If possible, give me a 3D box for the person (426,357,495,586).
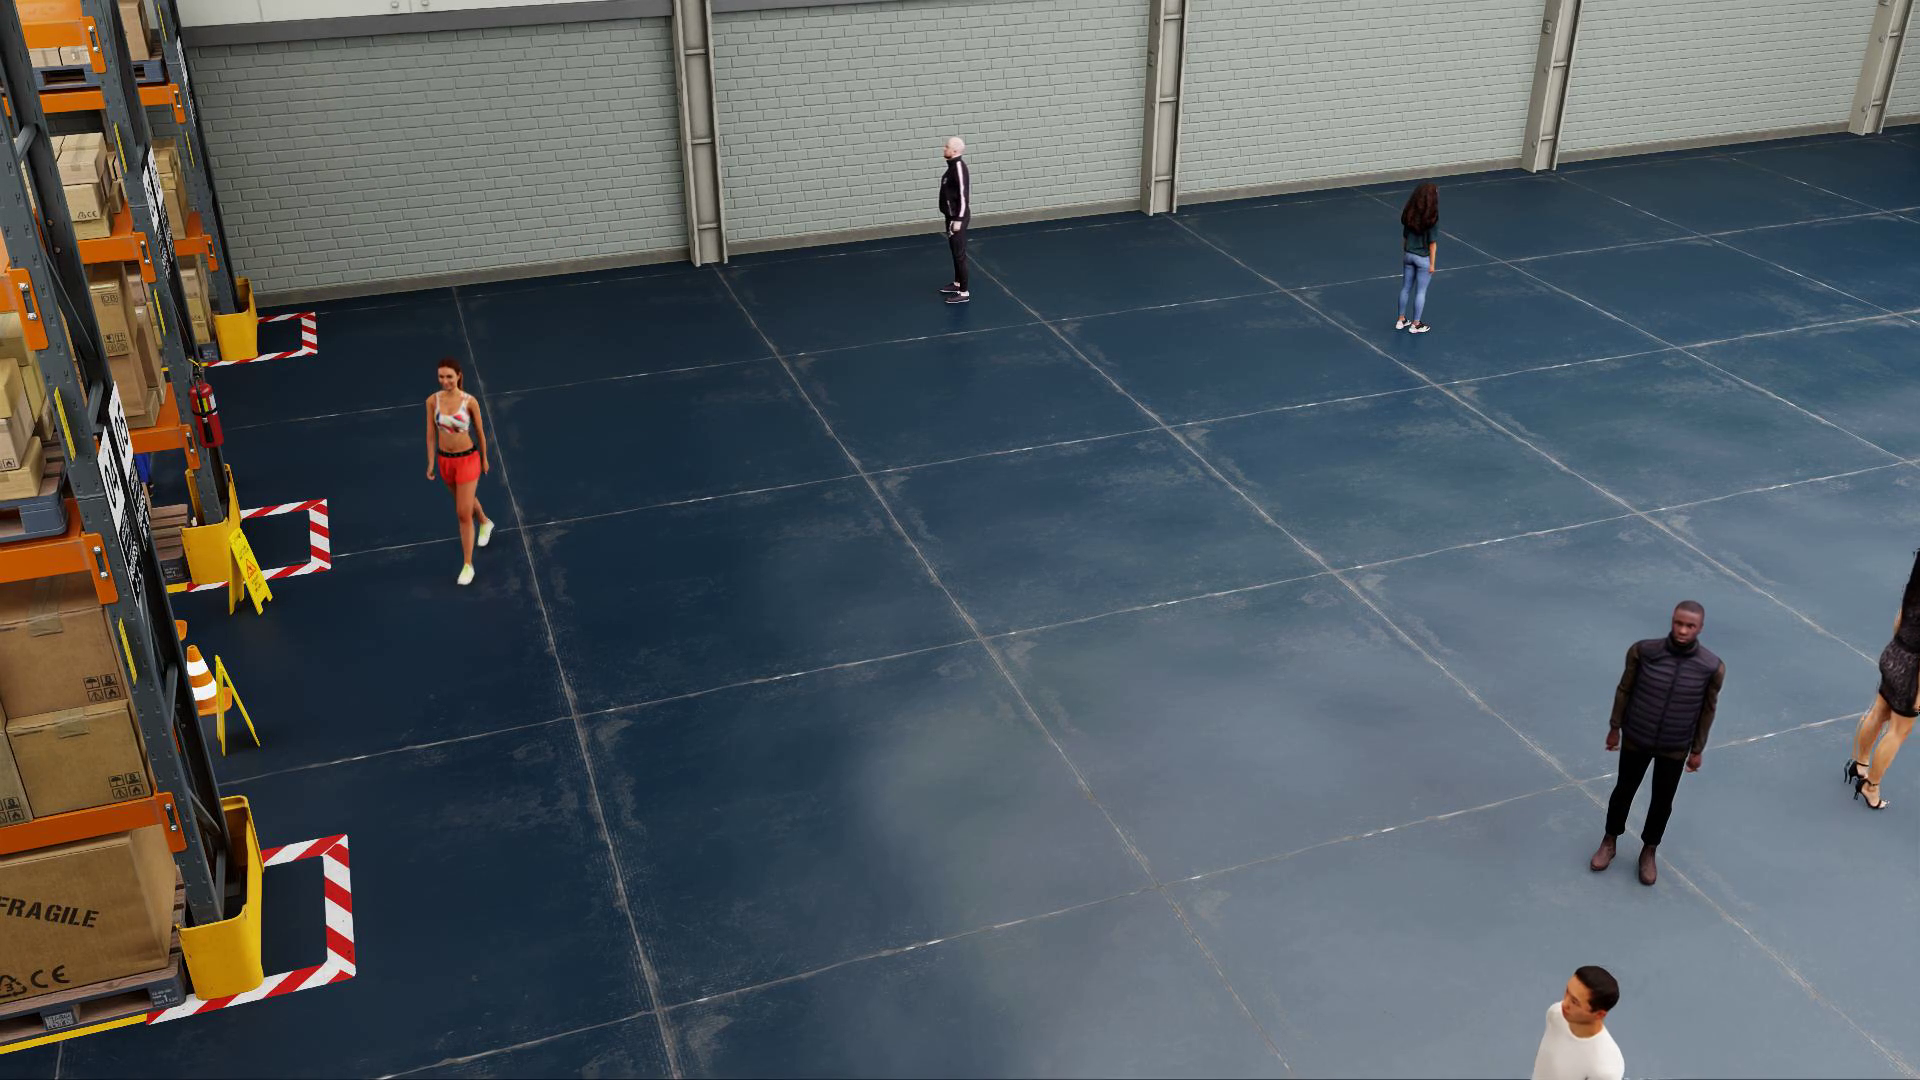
[{"bbox_3d":[-3.909,-0.617,13.057,1.157,1.750,0.984,3,28,5],"label":"person"}]

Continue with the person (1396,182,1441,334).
[{"bbox_3d":[4.878,-3.013,17.697,0.696,1.617,0.678,-21,35,-34],"label":"person"}]

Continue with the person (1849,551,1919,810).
[{"bbox_3d":[5.823,0.830,10.294,0.640,1.792,0.664,3,28,6],"label":"person"}]

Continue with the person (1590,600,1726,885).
[{"bbox_3d":[4.043,1.153,9.642,0.761,1.836,0.822,12,30,22],"label":"person"}]

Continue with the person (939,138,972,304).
[{"bbox_3d":[-0.027,-3.574,18.518,0.660,1.836,0.726,-3,28,-5],"label":"person"}]

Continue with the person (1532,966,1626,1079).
[{"bbox_3d":[2.648,2.531,7.108,0.796,1.785,0.661,-8,29,-15],"label":"person"}]
